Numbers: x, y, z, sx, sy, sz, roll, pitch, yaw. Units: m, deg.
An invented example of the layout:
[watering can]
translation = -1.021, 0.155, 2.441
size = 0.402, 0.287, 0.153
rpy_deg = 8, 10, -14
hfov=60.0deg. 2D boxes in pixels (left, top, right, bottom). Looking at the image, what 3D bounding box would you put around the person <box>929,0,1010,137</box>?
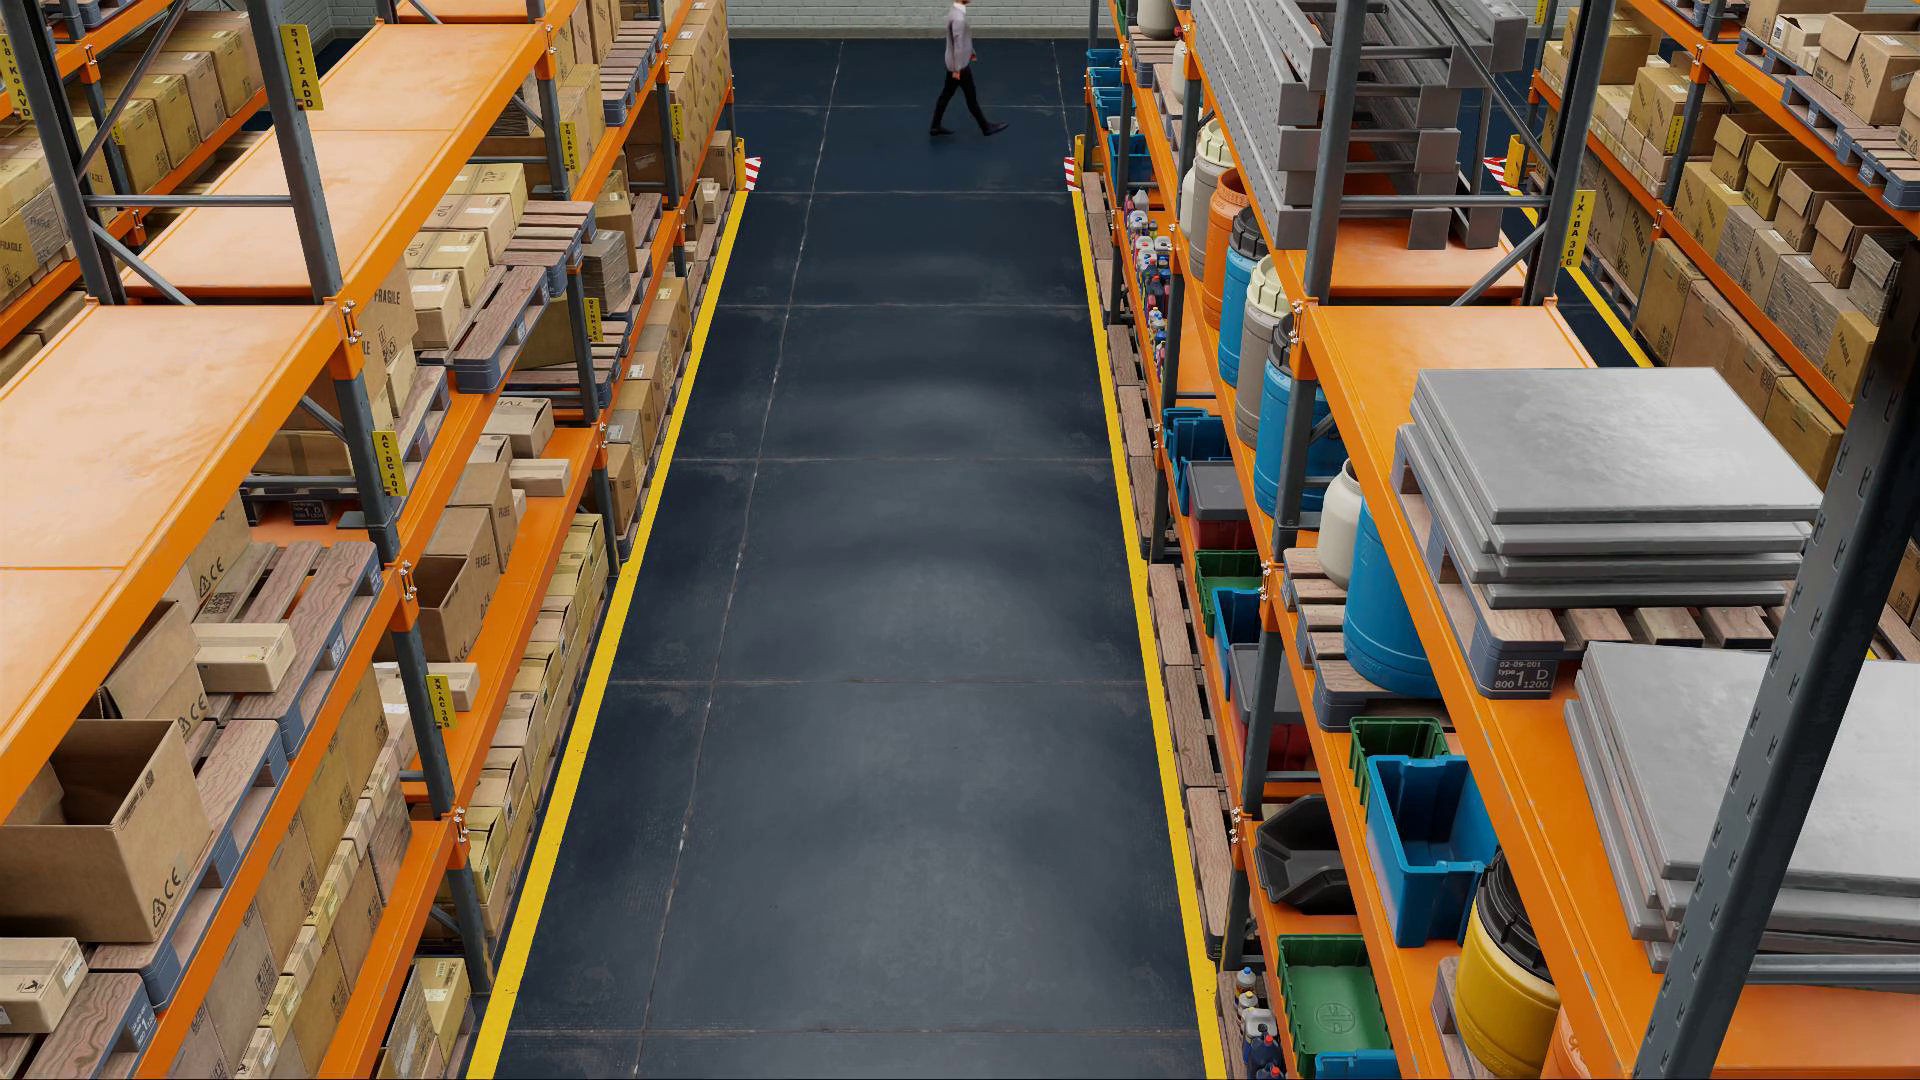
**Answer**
[person]
translation = -0.111, -5.683, 19.812
size = 0.900, 1.868, 1.158
rpy_deg = -4, 33, -5
